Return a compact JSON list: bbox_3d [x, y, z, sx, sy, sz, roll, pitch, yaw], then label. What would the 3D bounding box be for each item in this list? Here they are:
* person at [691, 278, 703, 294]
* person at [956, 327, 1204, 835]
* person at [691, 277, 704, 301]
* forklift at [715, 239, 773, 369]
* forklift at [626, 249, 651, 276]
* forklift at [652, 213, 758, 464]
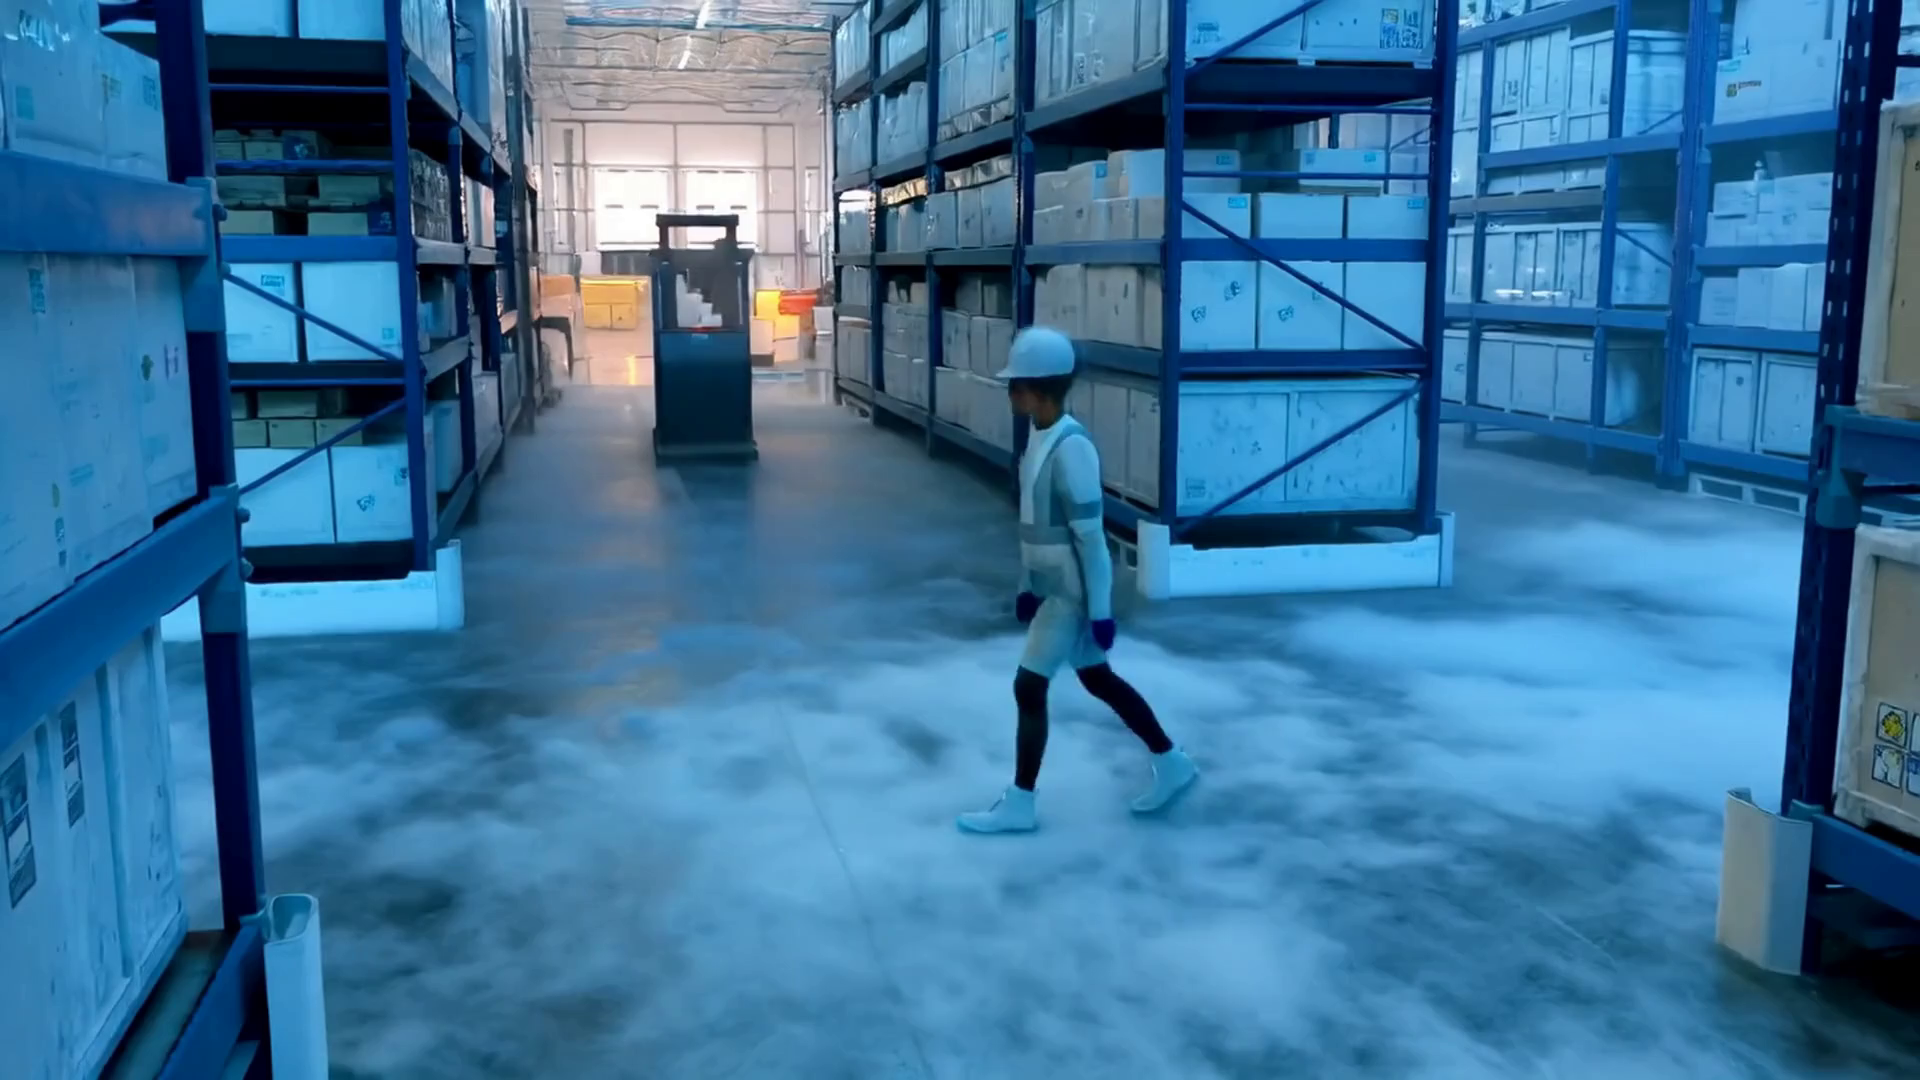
[{"bbox_3d":[-7.980,-6.913,49.929,0.830,1.910,0.549,1,9,8],"label":"person"},{"bbox_3d":[0.514,0.164,6.528,0.990,2.007,0.614,-1,9,-5],"label":"person"},{"bbox_3d":[-8.071,-7.066,50.809,0.482,1.925,0.641,3,10,15],"label":"person"},{"bbox_3d":[-5.072,-5.133,36.108,1.873,2.768,1.129,-2,10,-13],"label":"forklift"},{"bbox_3d":[-10.887,-8.534,56.844,1.129,2.768,1.873,-7,12,-38],"label":"forklift"},{"bbox_3d":[-3.019,-2.374,19.293,1.129,2.768,1.873,-2,10,-12],"label":"forklift"}]
